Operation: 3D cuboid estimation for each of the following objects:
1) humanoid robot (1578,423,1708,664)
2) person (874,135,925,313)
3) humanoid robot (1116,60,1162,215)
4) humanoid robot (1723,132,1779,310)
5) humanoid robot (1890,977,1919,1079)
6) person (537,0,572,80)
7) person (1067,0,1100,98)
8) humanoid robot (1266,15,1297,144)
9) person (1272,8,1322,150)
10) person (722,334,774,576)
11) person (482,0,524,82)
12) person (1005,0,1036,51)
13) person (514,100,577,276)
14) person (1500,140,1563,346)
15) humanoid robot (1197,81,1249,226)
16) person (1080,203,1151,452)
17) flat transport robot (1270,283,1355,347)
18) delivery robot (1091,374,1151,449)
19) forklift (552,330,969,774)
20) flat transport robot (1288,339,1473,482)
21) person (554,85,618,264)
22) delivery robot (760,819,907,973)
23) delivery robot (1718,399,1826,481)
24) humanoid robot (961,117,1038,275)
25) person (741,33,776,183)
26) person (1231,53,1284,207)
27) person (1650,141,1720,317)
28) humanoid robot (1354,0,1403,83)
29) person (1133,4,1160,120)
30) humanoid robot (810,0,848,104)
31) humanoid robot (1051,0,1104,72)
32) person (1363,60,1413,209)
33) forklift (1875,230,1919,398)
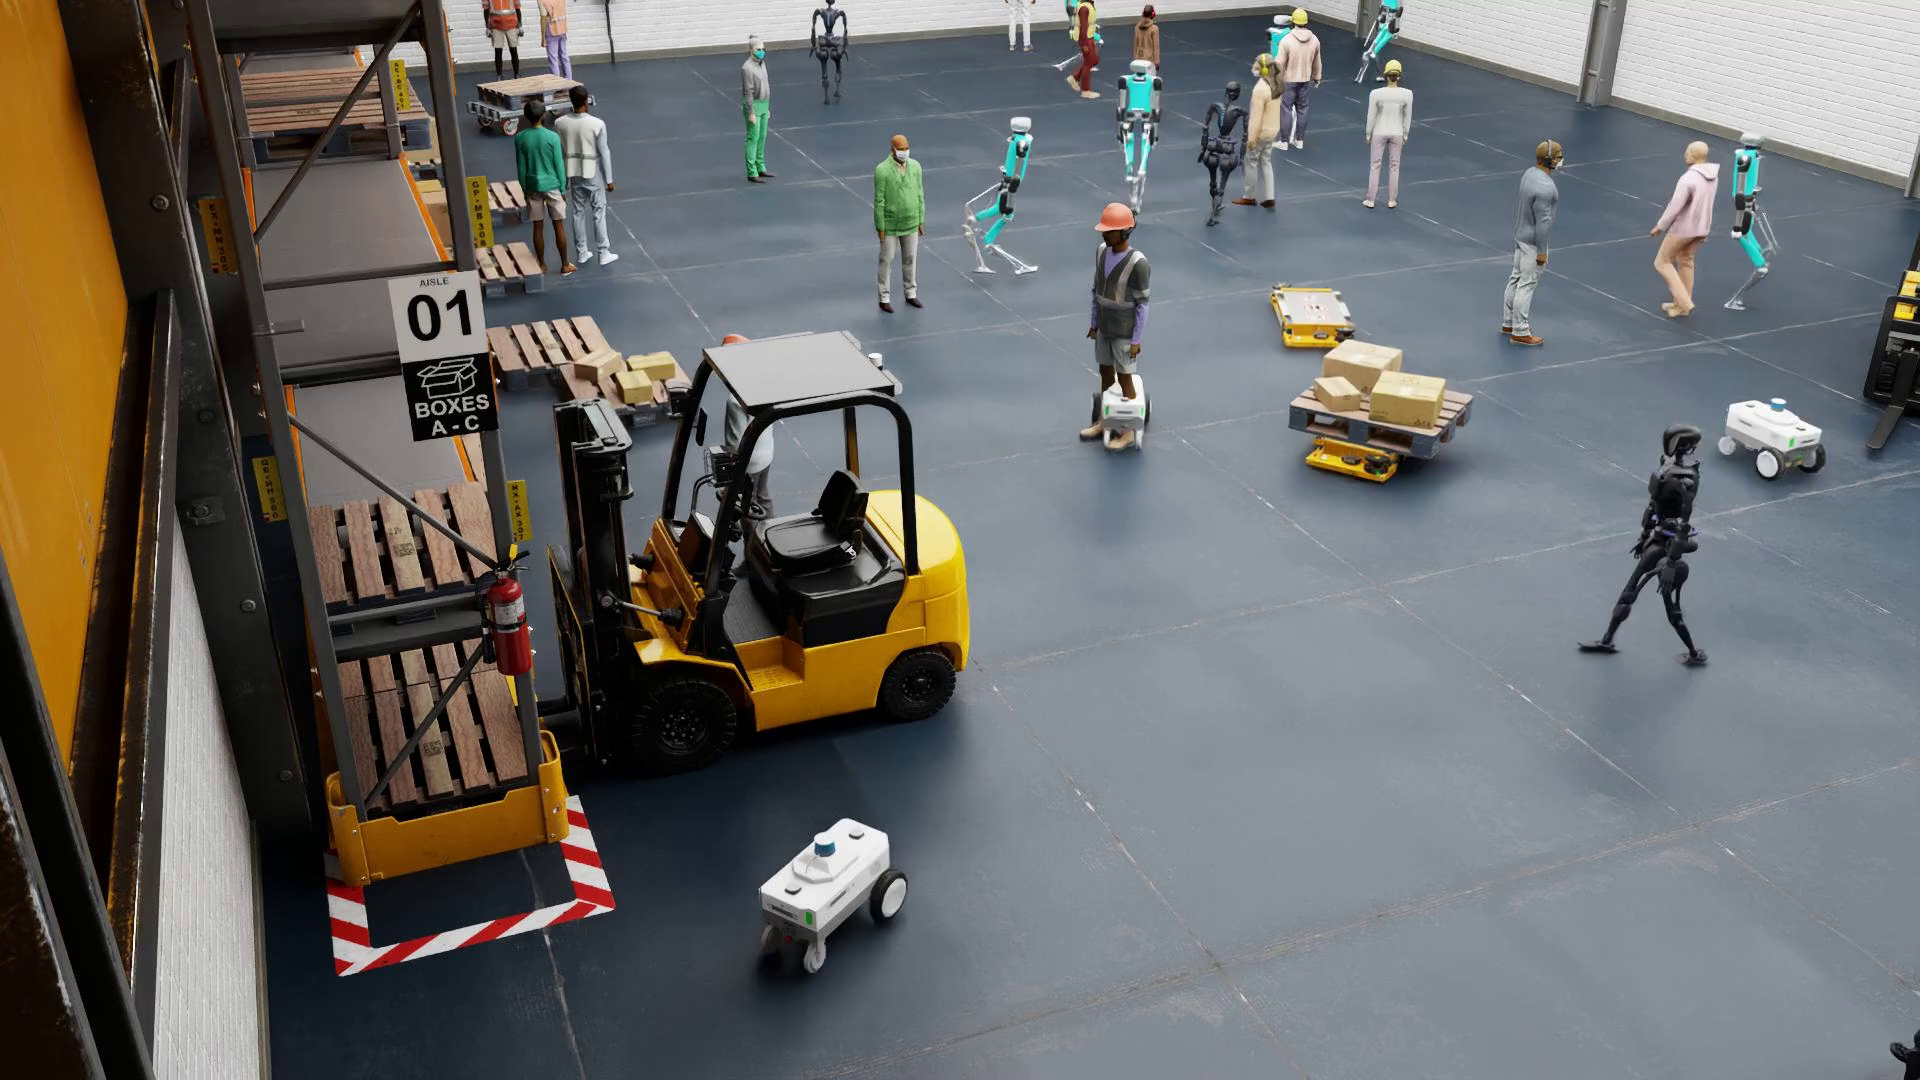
[{"bbox_3d":[4.423,0.052,10.390,0.775,1.641,0.601,1,27,2],"label":"humanoid robot"},{"bbox_3d":[-0.608,-3.162,16.607,0.539,1.776,0.388,-13,30,-25],"label":"person"},{"bbox_3d":[2.106,-4.759,19.919,0.540,1.824,0.898,4,27,8],"label":"humanoid robot"},{"bbox_3d":[7.965,-3.150,16.607,0.665,1.782,0.543,15,30,27],"label":"humanoid robot"},{"bbox_3d":[4.231,1.737,6.962,0.610,1.645,0.392,-19,33,-33],"label":"humanoid robot"},{"bbox_3d":[-6.287,-7.853,25.865,0.380,1.837,0.562,14,30,26],"label":"person"},{"bbox_3d":[1.944,-7.731,25.709,0.462,1.751,0.484,8,28,15],"label":"person"},{"bbox_3d":[4.624,-6.388,23.071,0.794,1.772,0.530,-17,31,-30],"label":"humanoid robot"},{"bbox_3d":[4.580,-6.271,22.678,0.796,1.870,0.410,-9,28,-18],"label":"person"},{"bbox_3d":[-1.480,-0.588,11.521,0.351,1.739,0.572,8,28,15],"label":"person"},{"bbox_3d":[-7.205,-8.123,26.266,0.600,1.959,0.371,-7,28,-14],"label":"person"},{"bbox_3d":[1.056,-9.589,29.265,0.573,1.883,0.354,6,27,12],"label":"person"},{"bbox_3d":[-4.411,-3.702,17.595,0.493,1.847,0.402,0,27,0],"label":"person"},{"bbox_3d":[5.423,-2.813,15.727,0.373,1.940,0.628,0,27,0],"label":"person"},{"bbox_3d":[3.077,-4.555,19.513,0.610,1.622,0.675,15,30,27],"label":"humanoid robot"},{"bbox_3d":[1.240,-1.712,13.421,0.382,2.041,0.614,-17,31,-30],"label":"person"},{"bbox_3d":[3.465,-2.210,16.383,0.659,0.231,1.431,2,27,3],"label":"flat transport robot"},{"bbox_3d":[1.358,-1.130,13.904,0.499,0.582,0.764,1,27,2],"label":"delivery robot"},{"bbox_3d":[-1.094,0.010,9.831,2.313,2.155,1.214,-10,28,-20],"label":"forklift"},{"bbox_3d":[3.441,-0.857,13.693,0.659,0.231,1.431,16,31,29],"label":"flat transport robot"},{"bbox_3d":[-4.048,-3.927,17.974,0.603,1.910,0.394,6,27,12],"label":"person"},{"bbox_3d":[-0.653,1.707,8.252,0.499,0.575,0.754,16,31,29],"label":"delivery robot"},{"bbox_3d":[6.508,-0.840,13.326,0.499,0.582,0.773,-10,28,-20],"label":"delivery robot"},{"bbox_3d":[0.357,-3.534,17.361,0.937,1.725,0.545,-2,27,-3],"label":"humanoid robot"},{"bbox_3d":[-2.579,-5.504,21.182,0.347,1.847,0.513,9,28,18],"label":"person"},{"bbox_3d":[3.640,-4.922,20.010,0.579,1.853,0.664,21,33,35],"label":"person"},{"bbox_3d":[7.151,-3.022,16.333,0.537,1.761,0.466,-17,31,-30],"label":"person"},{"bbox_3d":[6.680,-8.175,26.725,0.795,1.880,0.557,-11,29,-22],"label":"humanoid robot"},{"bbox_3d":[2.718,-7.008,24.394,0.463,1.648,0.327,23,35,38],"label":"person"},{"bbox_3d":[-2.009,-7.552,25.447,0.597,1.648,0.530,0,27,1],"label":"humanoid robot"},{"bbox_3d":[2.005,-8.401,27.067,1.042,1.725,0.537,6,27,11],"label":"humanoid robot"},{"bbox_3d":[5.140,-4.873,20.020,0.521,1.762,0.317,2,27,4],"label":"person"},{"bbox_3d":[9.029,-2.397,14.618,1.214,2.155,2.313,18,32,32],"label":"forklift"}]
